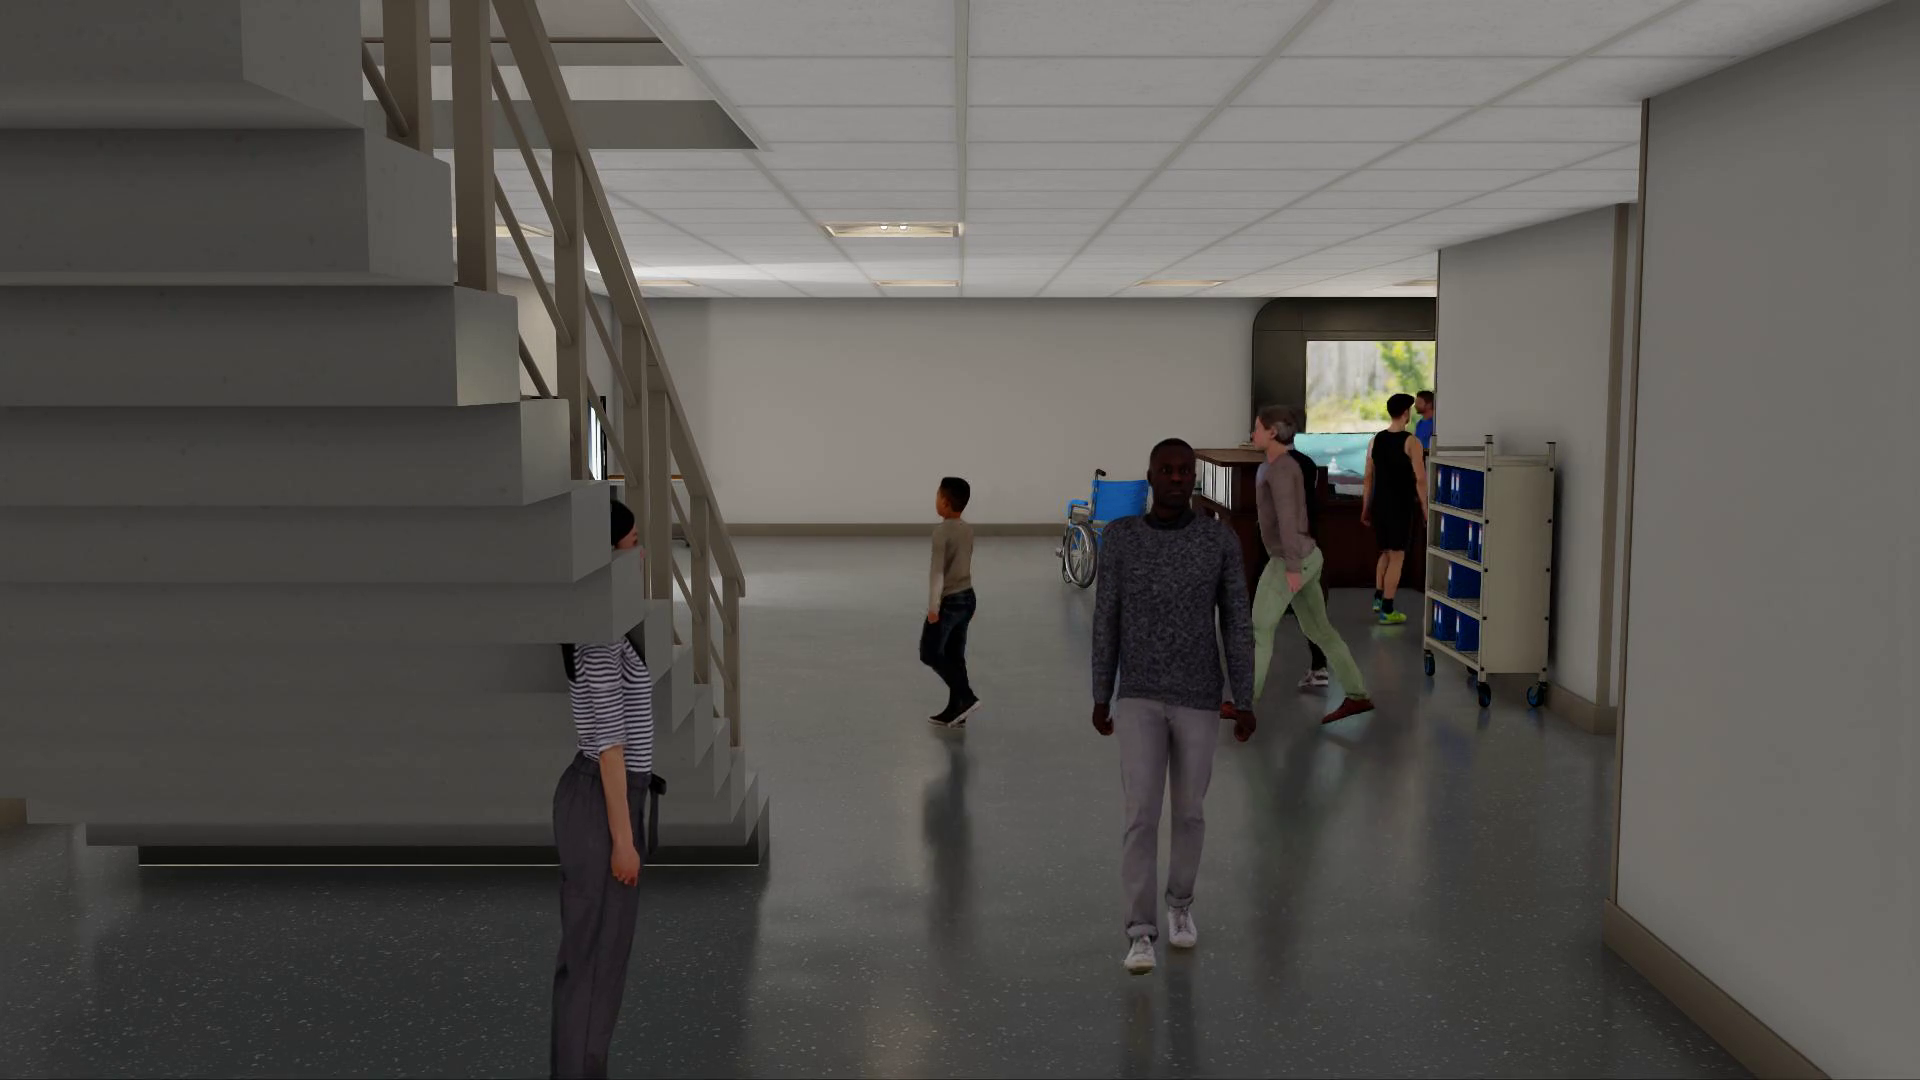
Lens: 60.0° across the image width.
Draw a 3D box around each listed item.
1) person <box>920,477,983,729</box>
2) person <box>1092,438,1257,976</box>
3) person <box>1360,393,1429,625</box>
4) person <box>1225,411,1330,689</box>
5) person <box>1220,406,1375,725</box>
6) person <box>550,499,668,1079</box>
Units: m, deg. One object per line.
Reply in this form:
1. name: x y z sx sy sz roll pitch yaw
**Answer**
1. person: 0.005 0.378 9.493 0.766 1.453 0.705 3 7 29
2. person: 0.750 0.569 5.861 0.765 1.801 1.083 1 6 5
3. person: 3.494 -0.247 13.584 0.881 1.878 0.808 -5 8 -40
4. person: 2.174 0.085 10.708 0.979 1.792 1.249 -3 6 -24
5. person: 1.975 0.178 9.546 0.984 1.840 1.234 1 6 12
6. person: -0.973 0.748 4.434 0.709 1.730 0.567 -2 6 -16
